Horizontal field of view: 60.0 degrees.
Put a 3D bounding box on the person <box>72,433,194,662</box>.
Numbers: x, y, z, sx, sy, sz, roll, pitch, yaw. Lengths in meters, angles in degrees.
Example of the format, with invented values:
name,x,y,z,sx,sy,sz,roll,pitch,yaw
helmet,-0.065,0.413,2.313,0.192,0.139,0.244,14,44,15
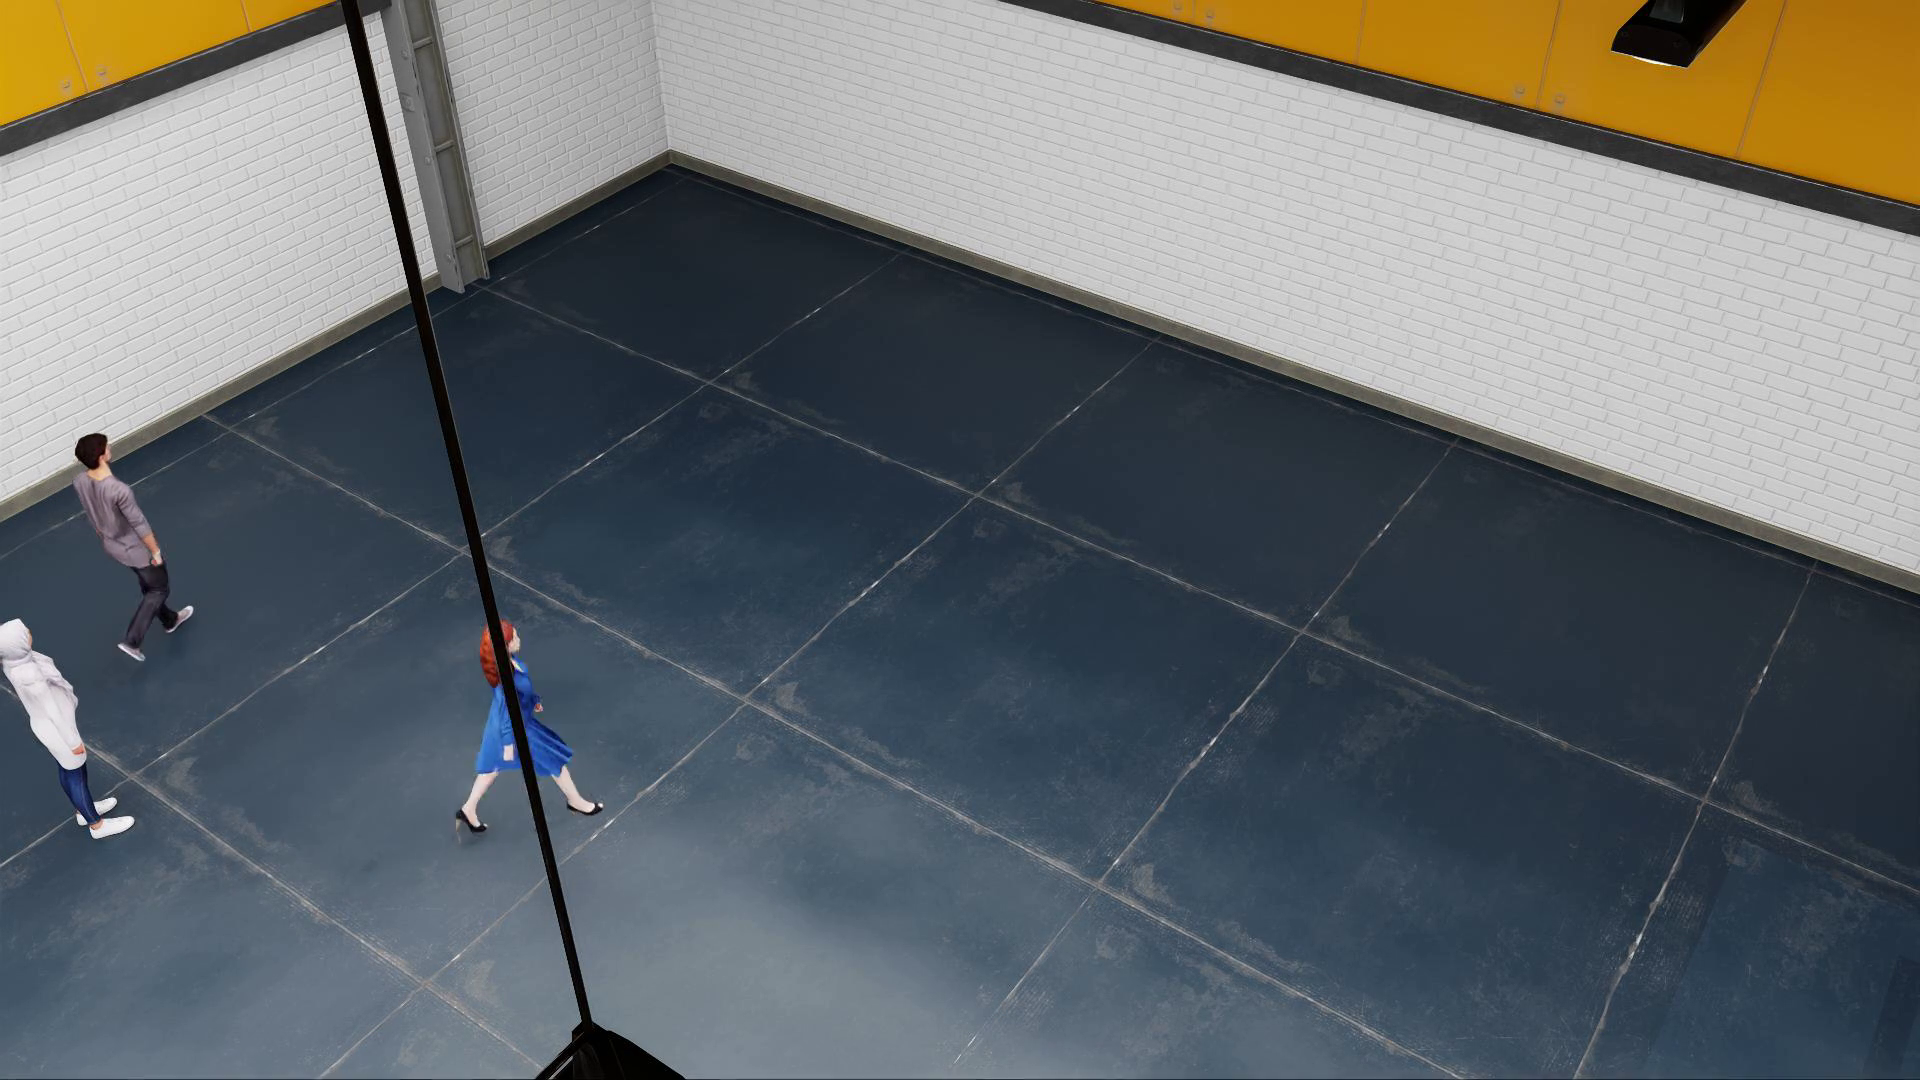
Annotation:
name,x,y,z,sx,sy,sz,roll,pitch,yaw
person,-6.020,0.076,11.947,0.808,1.831,1.044,15,41,18

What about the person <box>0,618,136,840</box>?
name,x,y,z,sx,sy,sz,roll,pitch,yaw
person,-5.755,1.203,10.582,0.594,1.775,0.654,-30,47,-32

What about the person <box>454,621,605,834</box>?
name,x,y,z,sx,sy,sz,roll,pitch,yaw
person,-2.920,1.231,10.547,1.239,1.774,1.055,-13,40,-15
